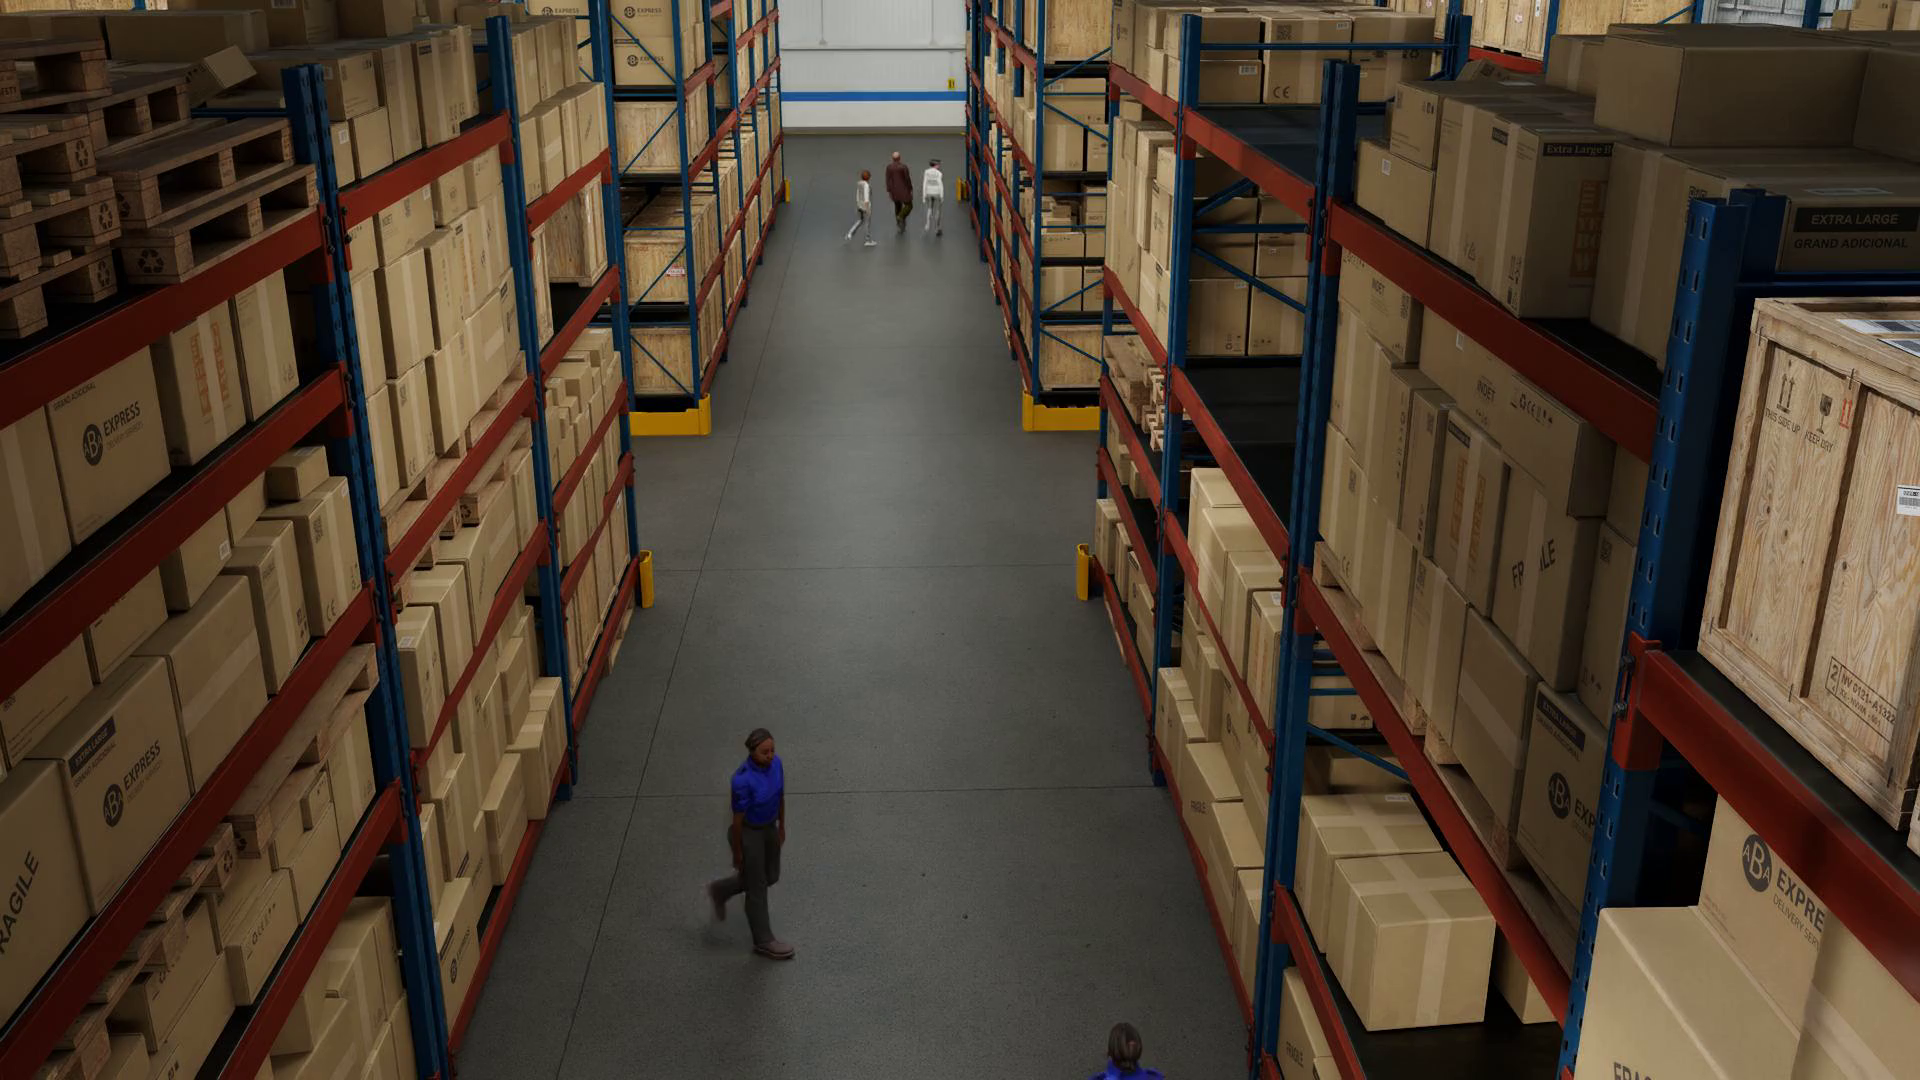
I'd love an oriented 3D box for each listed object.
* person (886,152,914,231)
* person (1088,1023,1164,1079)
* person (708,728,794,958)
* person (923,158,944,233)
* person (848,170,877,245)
[{"bbox_3d":[-1.339,-7.899,37.634,0.601,1.766,0.853,10,23,24],"label":"person"},{"bbox_3d":[0.810,3.090,8.374,0.460,1.684,0.455,-1,20,-3],"label":"person"},{"bbox_3d":[-1.439,1.995,11.308,0.742,1.639,0.461,10,23,25],"label":"person"},{"bbox_3d":[-0.579,-7.714,37.278,0.509,1.674,0.504,9,22,23],"label":"person"},{"bbox_3d":[-2.138,-7.184,35.973,0.558,1.589,0.526,-13,24,-32],"label":"person"}]
